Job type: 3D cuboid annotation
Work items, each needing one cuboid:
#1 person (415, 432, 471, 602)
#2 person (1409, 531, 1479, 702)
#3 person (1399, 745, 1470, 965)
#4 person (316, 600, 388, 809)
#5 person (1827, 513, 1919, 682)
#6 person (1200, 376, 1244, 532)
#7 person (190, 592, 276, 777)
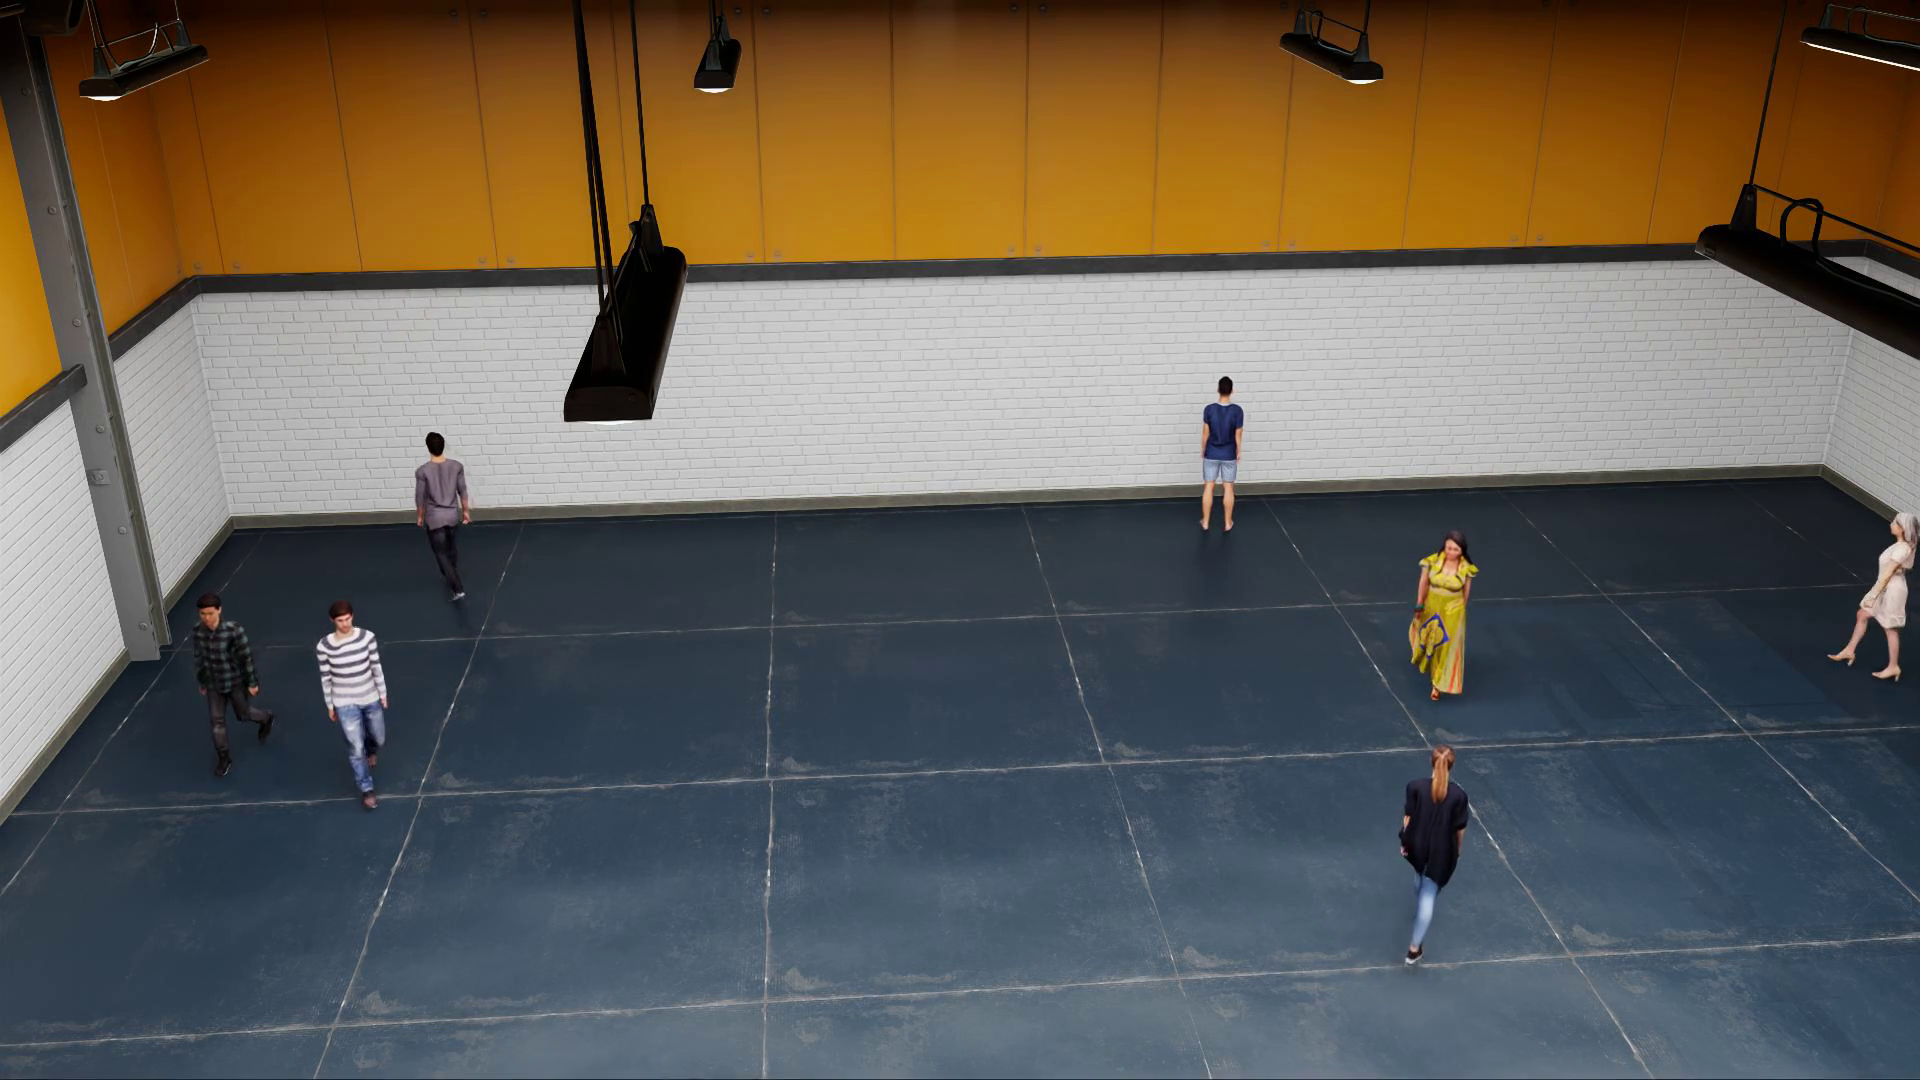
[{"bbox_3d":[-5.469,-0.223,17.647,1.080,1.821,1.238,-19,30,-37],"label":"person"},{"bbox_3d":[4.599,0.646,15.906,1.001,1.625,1.272,7,25,16],"label":"person"},{"bbox_3d":[3.406,2.306,12.094,1.003,1.636,1.213,11,26,24],"label":"person"},{"bbox_3d":[-5.129,1.325,14.097,0.904,1.829,1.106,-12,26,-25],"label":"person"},{"bbox_3d":[9.019,0.581,15.942,0.945,1.714,0.932,13,27,28],"label":"person"},{"bbox_3d":[3.042,-1.004,19.407,0.661,1.844,0.625,3,24,8],"label":"person"},{"bbox_3d":[-6.402,1.183,14.581,0.812,1.680,1.027,3,24,6],"label":"person"}]
